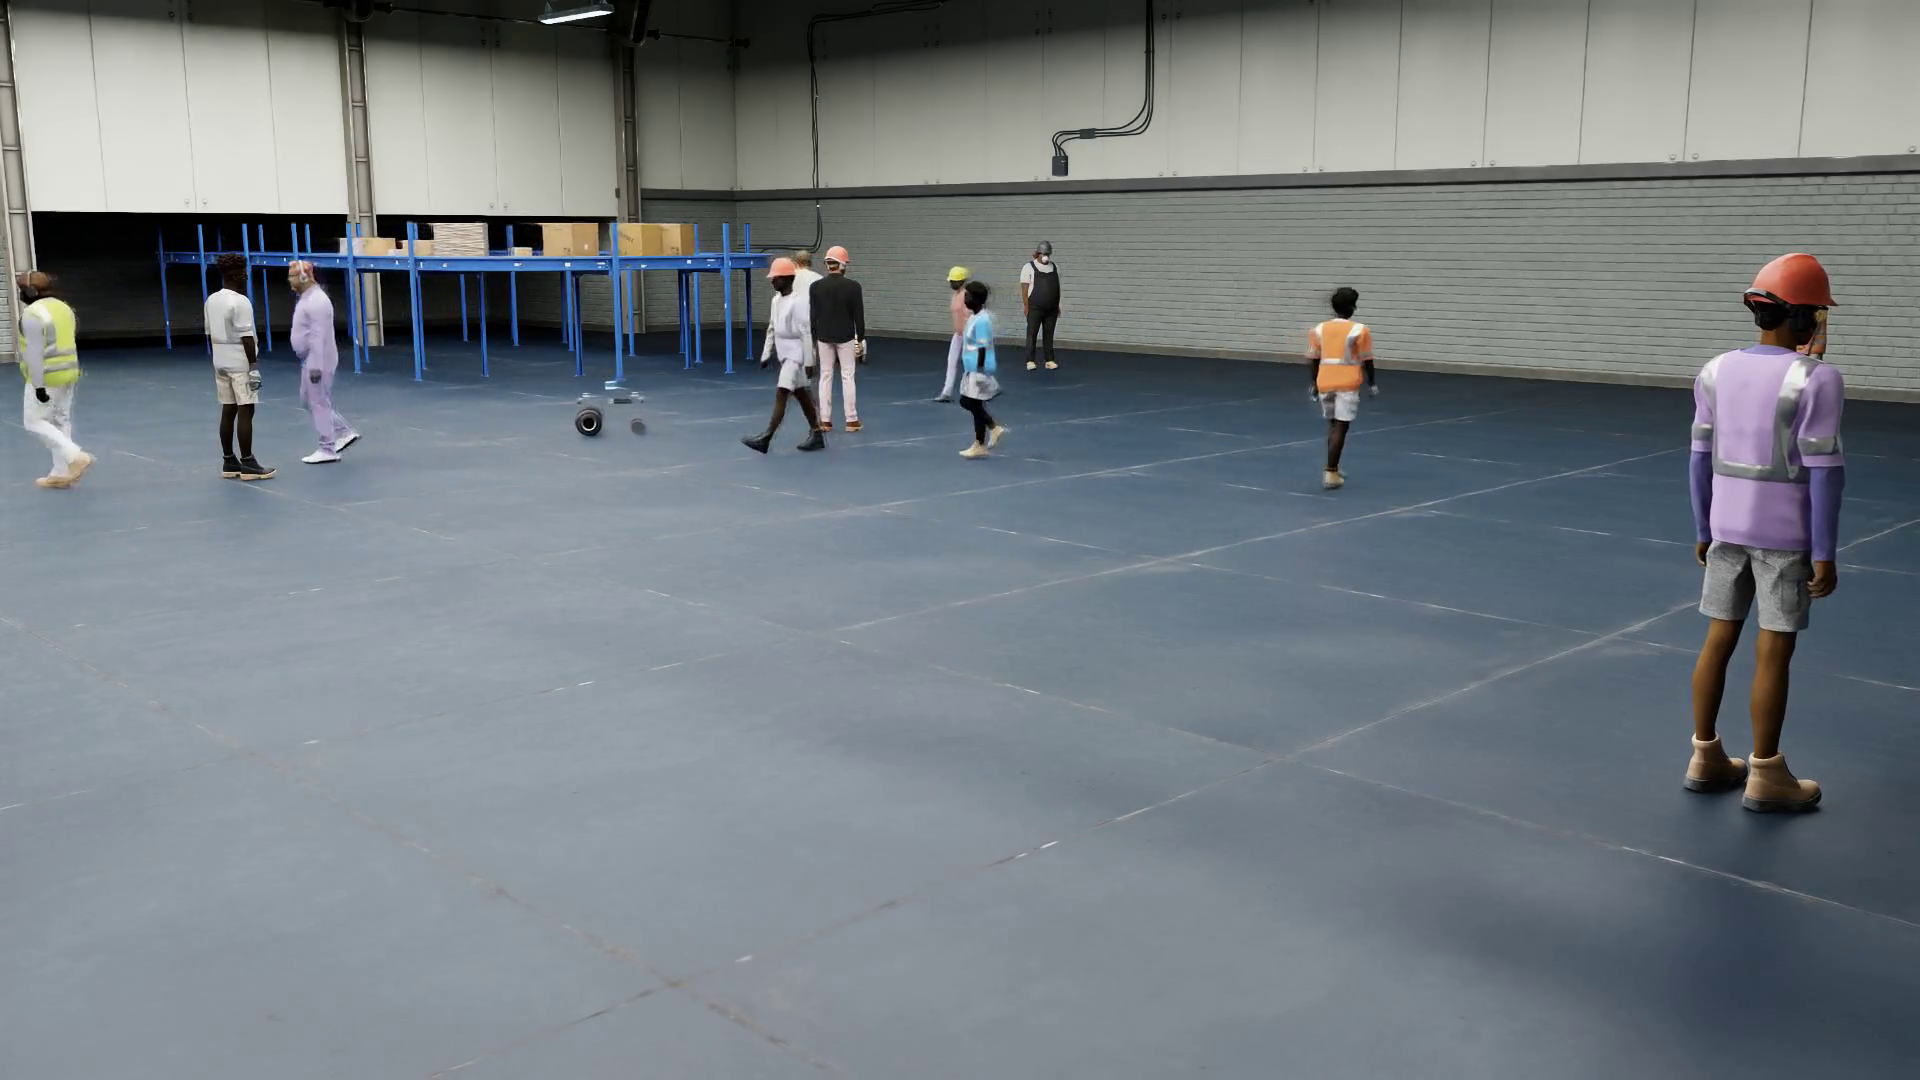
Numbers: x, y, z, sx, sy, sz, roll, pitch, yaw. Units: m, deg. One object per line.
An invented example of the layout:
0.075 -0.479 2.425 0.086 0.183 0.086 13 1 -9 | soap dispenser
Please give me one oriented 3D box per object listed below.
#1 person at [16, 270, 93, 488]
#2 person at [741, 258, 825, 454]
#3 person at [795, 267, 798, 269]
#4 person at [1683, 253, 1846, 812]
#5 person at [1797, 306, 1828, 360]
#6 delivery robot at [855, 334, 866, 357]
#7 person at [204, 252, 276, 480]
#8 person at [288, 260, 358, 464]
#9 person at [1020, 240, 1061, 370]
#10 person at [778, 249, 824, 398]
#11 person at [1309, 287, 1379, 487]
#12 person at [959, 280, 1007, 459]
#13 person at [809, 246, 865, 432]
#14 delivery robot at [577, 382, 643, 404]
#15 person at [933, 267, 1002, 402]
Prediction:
-7.564 -1.331 13.884 0.508 1.823 0.622 1 10 4 | person
-1.719 -1.781 16.154 1.014 1.878 0.559 -7 12 -33 | person
-2.533 -3.412 25.770 0.536 1.611 0.560 5 12 27 | person
3.003 -0.030 6.186 0.374 2.043 0.614 -5 11 -25 | person
9.352 -2.048 18.289 0.309 1.641 0.513 8 13 37 | person
-1.794 -3.250 27.663 0.477 0.478 0.707 -3 11 -16 | delivery robot
-6.313 -1.522 14.529 0.618 1.964 0.361 8 13 35 | person
-6.003 -1.671 15.564 0.462 1.886 0.686 -6 12 -28 | person
1.328 -3.710 26.375 0.682 2.000 0.538 -4 11 -23 | person
-2.036 -2.821 21.713 0.653 1.927 0.454 1 10 7 | person
3.269 -1.295 14.077 0.630 1.673 0.540 -10 14 -42 | person
0.194 -1.618 15.795 0.414 1.681 0.547 -2 11 -8 | person
-1.331 -2.181 18.051 0.616 1.990 0.393 2 11 11 | person
-3.769 -1.592 17.914 0.698 0.223 0.335 -2 11 -11 | delivery robot
0.108 -2.619 21.177 0.902 1.721 0.532 -6 12 -29 | person
